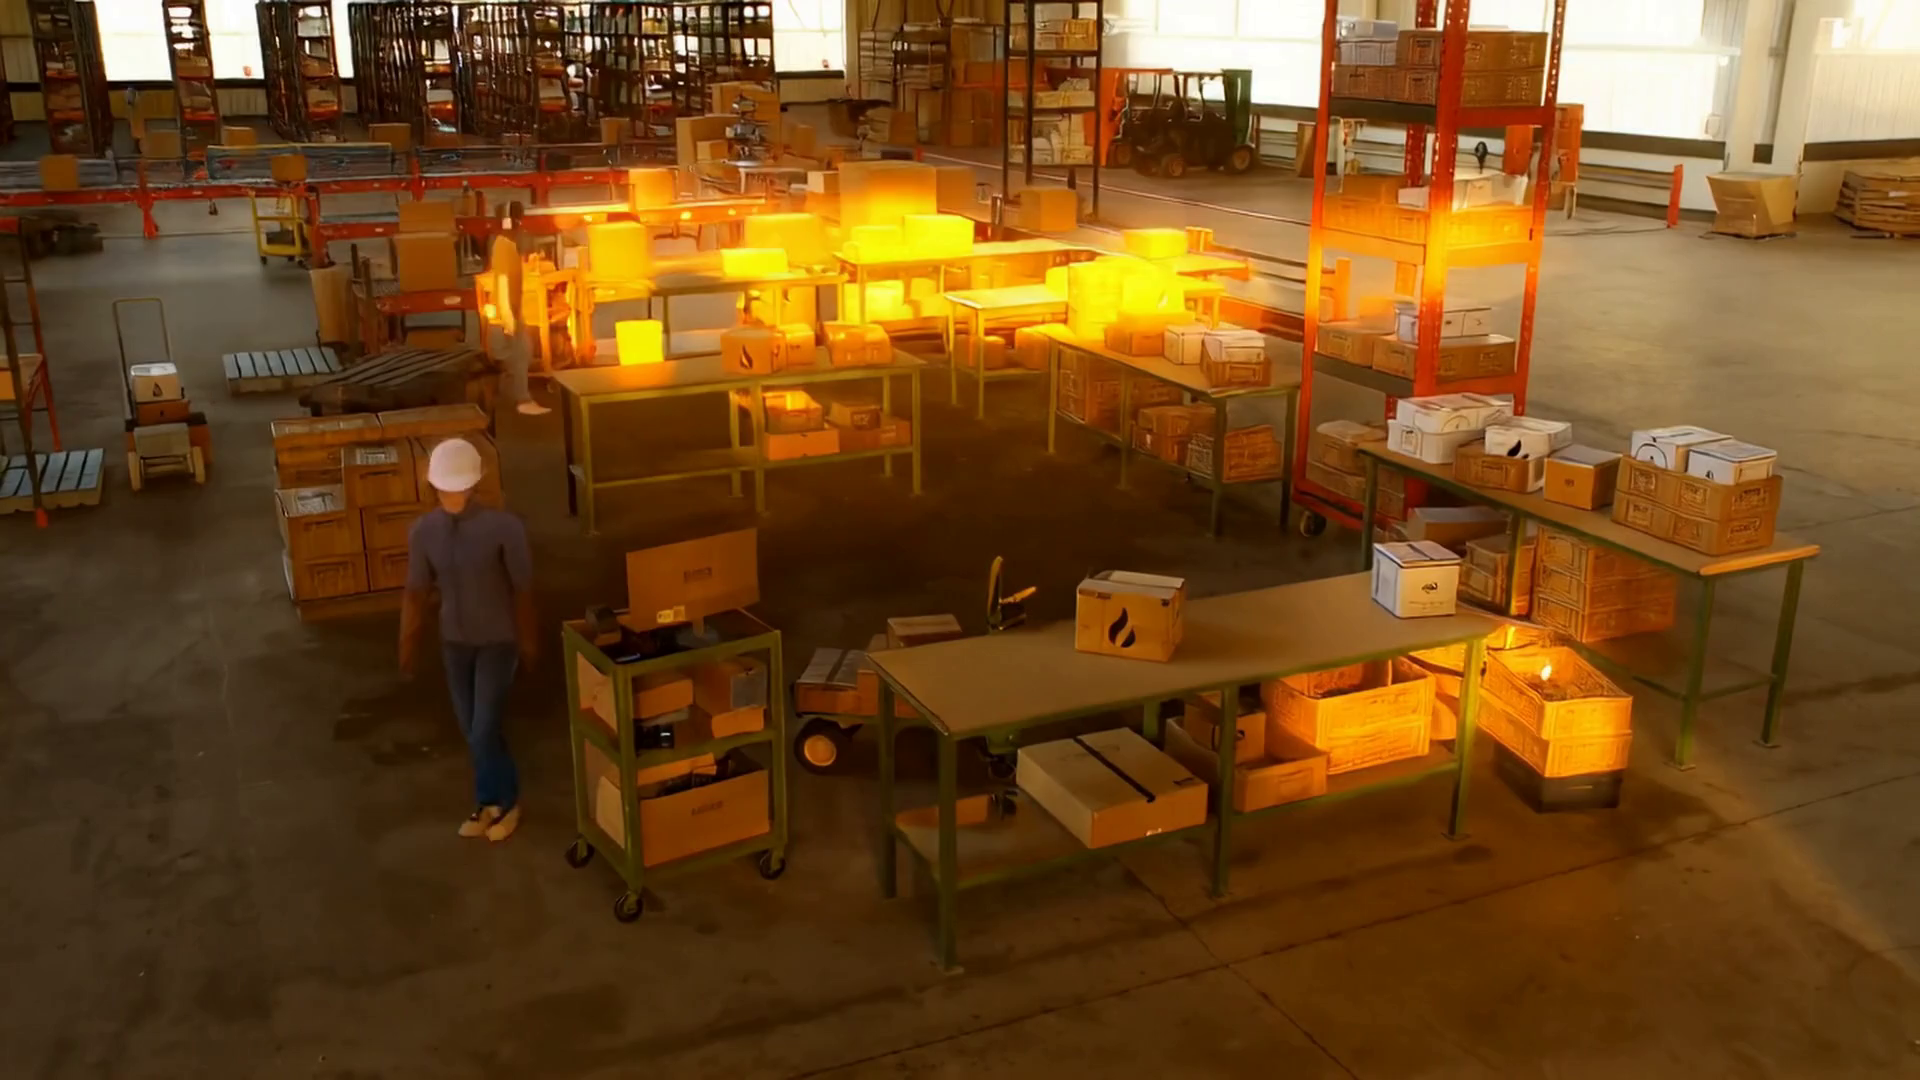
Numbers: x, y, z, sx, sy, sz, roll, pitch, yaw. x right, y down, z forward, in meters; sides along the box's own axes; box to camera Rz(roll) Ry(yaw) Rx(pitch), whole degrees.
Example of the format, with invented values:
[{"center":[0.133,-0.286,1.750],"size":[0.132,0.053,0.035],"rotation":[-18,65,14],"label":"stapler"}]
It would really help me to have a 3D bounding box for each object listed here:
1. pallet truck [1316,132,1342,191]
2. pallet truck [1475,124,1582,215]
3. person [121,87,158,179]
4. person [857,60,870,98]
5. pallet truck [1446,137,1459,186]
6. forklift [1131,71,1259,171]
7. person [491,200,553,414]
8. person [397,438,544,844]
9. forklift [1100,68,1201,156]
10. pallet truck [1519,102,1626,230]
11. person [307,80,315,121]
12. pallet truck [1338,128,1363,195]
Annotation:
[{"center":[7.723,-7.504,32.656],"size":[1.601,1.201,0.680],"rotation":[-8,19,-23],"label":"pallet truck"},{"center":[9.707,-6.455,28.103],"size":[1.885,1.965,0.823],"rotation":[-7,19,-20],"label":"pallet truck"},{"center":[-17.094,-8.461,34.638],"size":[0.495,1.875,0.655],"rotation":[-9,20,-26],"label":"person"},{"center":[-2.924,-13.584,50.588],"size":[0.406,1.987,0.608],"rotation":[-4,18,-13],"label":"person"},{"center":[9.184,-6.485,29.328],"size":[1.630,1.274,0.653],"rotation":[-8,19,-23],"label":"pallet truck"},{"center":[4.998,-8.936,35.413],"size":[2.680,1.987,1.157],"rotation":[-9,20,-25],"label":"forklift"},{"center":[-3.893,-1.970,14.214],"size":[0.623,1.846,0.542],"rotation":[-2,18,-7],"label":"person"},{"center":[-1.999,0.428,6.798],"size":[0.539,1.750,0.424],"rotation":[8,19,23],"label":"person"},{"center":[4.082,-9.564,37.410],"size":[2.680,1.987,1.157],"rotation":[-8,19,-23],"label":"forklift"},{"center":[9.972,-6.037,26.785],"size":[1.885,1.965,0.823],"rotation":[-9,20,-25],"label":"pallet truck"},{"center":[-20.311,-13.791,51.501],"size":[0.532,1.811,0.633],"rotation":[-12,21,-34],"label":"person"},{"center":[7.845,-7.140,31.411],"size":[1.522,1.261,0.704],"rotation":[-9,20,-25],"label":"pallet truck"}]
